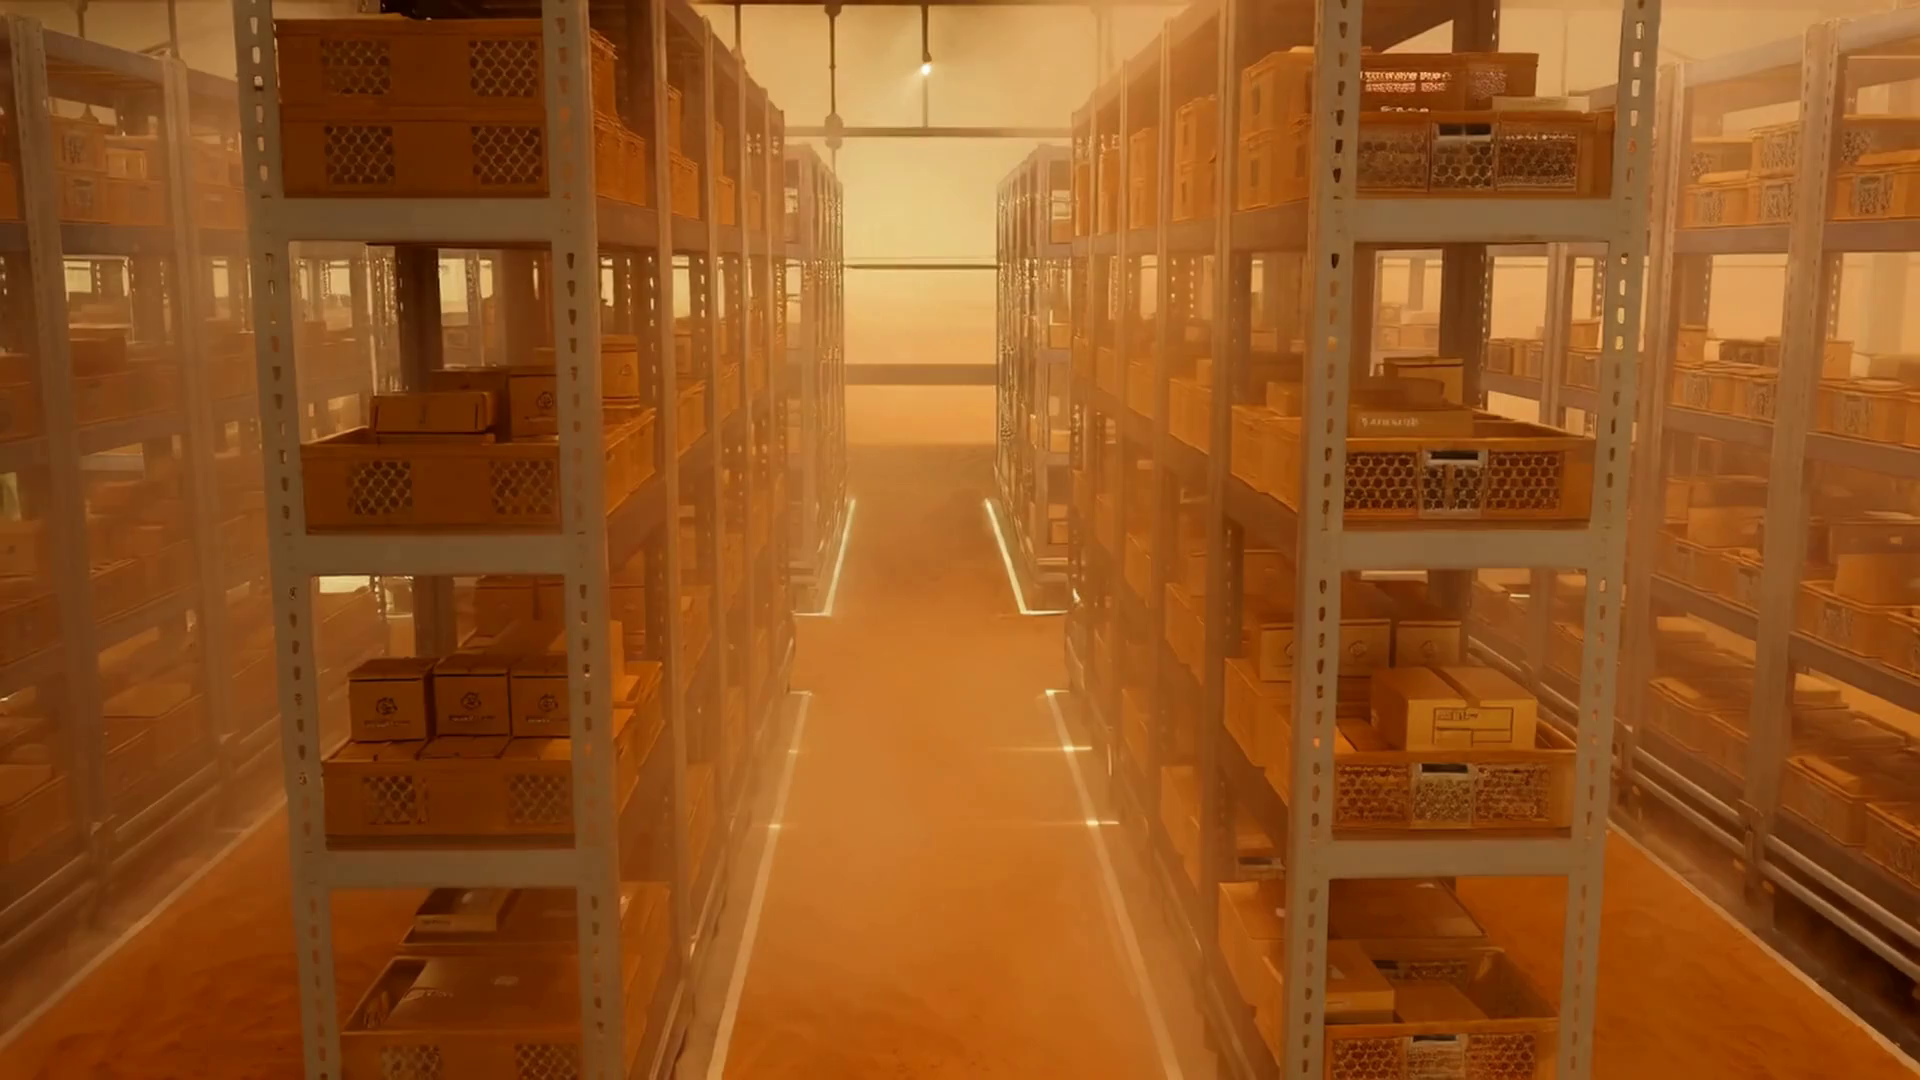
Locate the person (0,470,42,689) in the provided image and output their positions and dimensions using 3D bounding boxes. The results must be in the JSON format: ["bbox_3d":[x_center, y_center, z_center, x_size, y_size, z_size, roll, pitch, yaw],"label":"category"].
[{"bbox_3d":[-6.006,0.052,10.614,0.648,1.810,0.592,4,10,24],"label":"person"}]

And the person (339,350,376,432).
[{"bbox_3d":[-5.495,-0.804,15.224,0.392,1.991,0.613,-3,10,-16],"label":"person"}]
